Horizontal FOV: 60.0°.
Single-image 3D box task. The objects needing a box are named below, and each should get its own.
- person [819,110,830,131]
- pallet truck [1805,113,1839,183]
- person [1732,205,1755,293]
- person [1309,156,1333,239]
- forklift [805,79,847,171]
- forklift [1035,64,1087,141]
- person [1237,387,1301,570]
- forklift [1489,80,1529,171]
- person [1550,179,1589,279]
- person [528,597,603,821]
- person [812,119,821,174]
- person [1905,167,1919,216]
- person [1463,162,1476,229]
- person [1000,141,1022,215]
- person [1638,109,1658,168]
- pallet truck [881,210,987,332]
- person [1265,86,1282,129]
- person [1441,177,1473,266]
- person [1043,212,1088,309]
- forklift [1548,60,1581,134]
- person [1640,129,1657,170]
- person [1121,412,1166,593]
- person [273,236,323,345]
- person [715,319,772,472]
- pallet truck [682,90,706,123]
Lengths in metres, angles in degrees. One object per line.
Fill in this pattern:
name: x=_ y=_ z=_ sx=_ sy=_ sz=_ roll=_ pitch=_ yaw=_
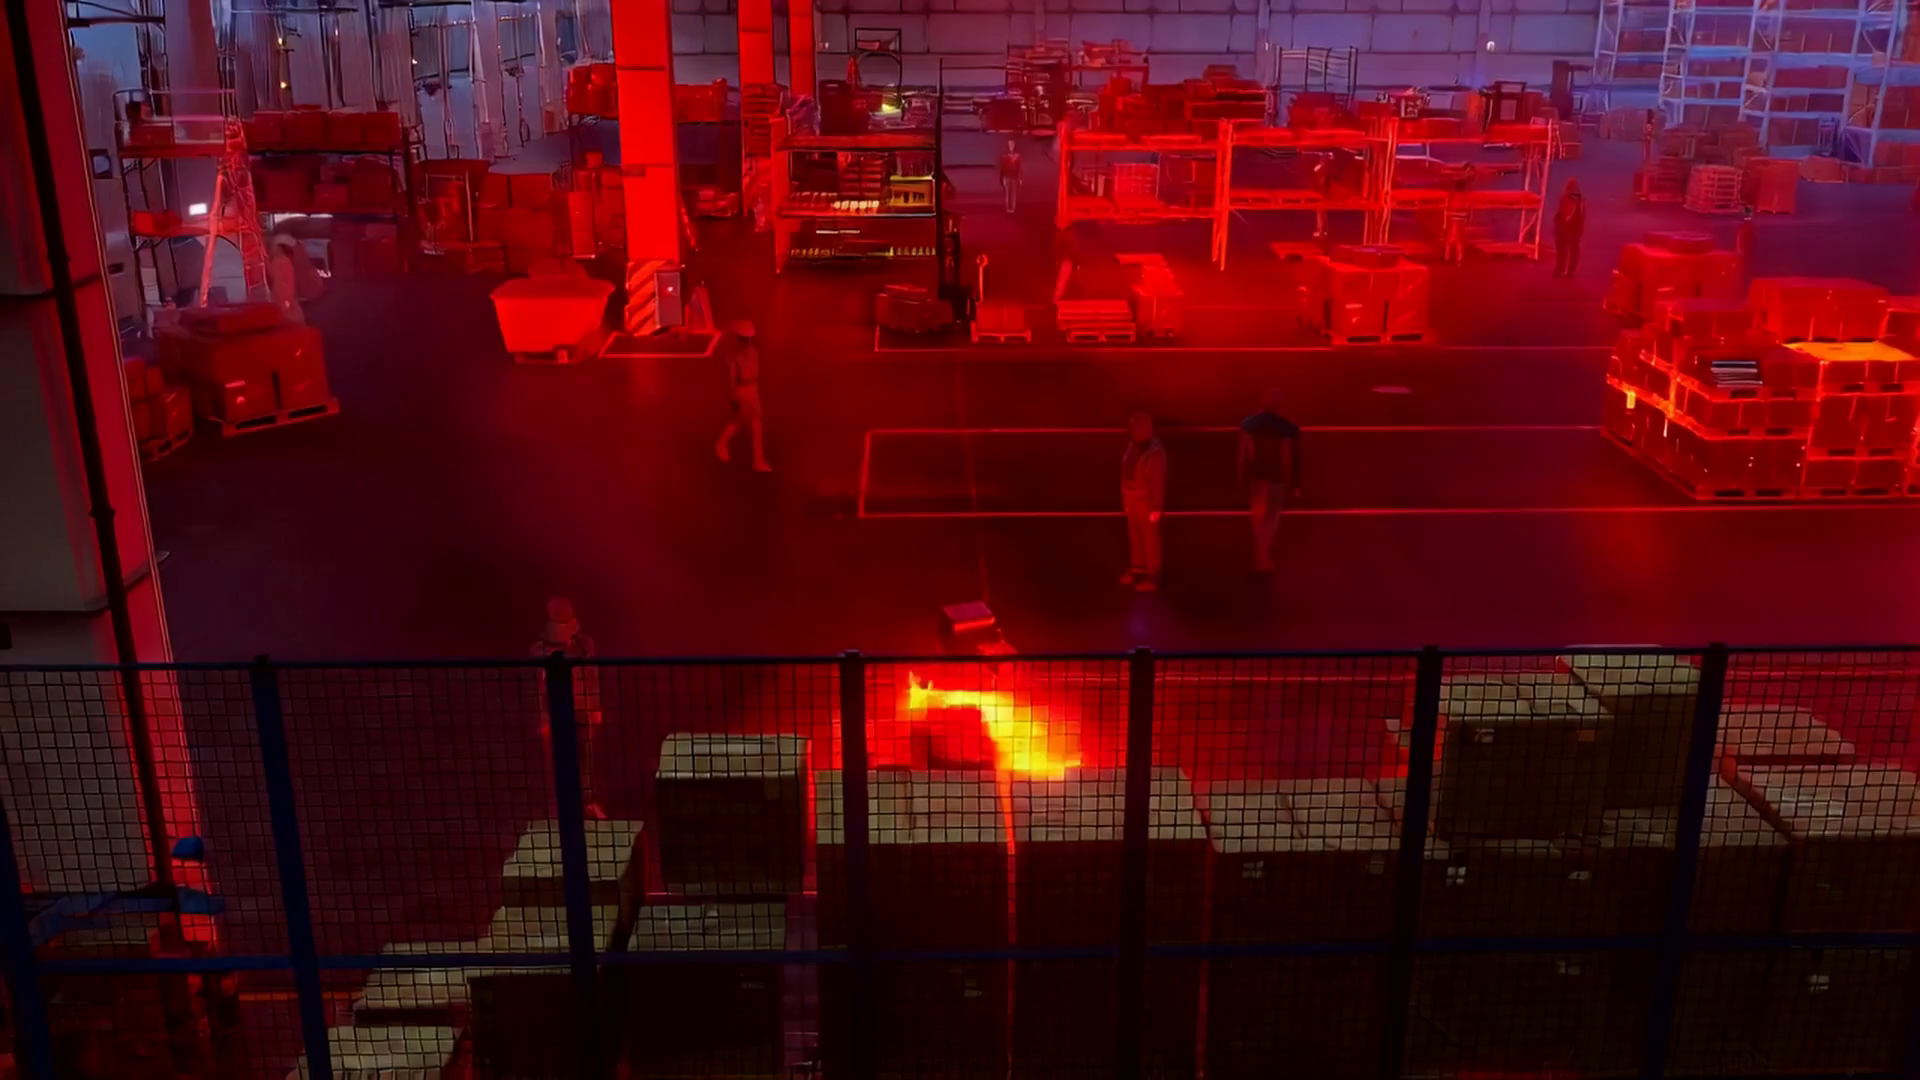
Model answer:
person: x=-4.425 y=-13.186 z=54.450 sx=0.370 sy=1.934 sz=0.627 roll=-3 pitch=19 yaw=-8
pallet truck: x=26.403 y=-11.957 z=50.702 sx=0.823 sy=1.965 sz=1.885 roll=6 pitch=19 yaw=16
person: x=14.943 y=-5.523 z=31.908 sx=0.531 sy=1.831 sz=0.999 roll=-13 pitch=23 yaw=-35
person: x=8.567 y=-8.127 z=39.454 sx=0.379 sy=1.930 sz=0.627 roll=-8 pitch=20 yaw=-22
forklift: x=-4.097 y=-13.405 z=53.639 sx=1.129 sy=2.768 sz=1.873 roll=-17 pitch=25 yaw=-40
forklift: x=3.847 y=-16.578 z=63.051 sx=1.873 sy=2.768 sz=1.129 roll=-1 pitch=19 yaw=-2
person: x=3.195 y=-0.638 z=17.231 sx=0.650 sy=1.930 sz=0.560 roll=8 pitch=20 yaw=23
forklift: x=17.587 y=-13.331 z=53.418 sx=1.129 sy=2.768 sz=1.873 roll=-1 pitch=19 yaw=-1
person: x=12.467 y=-6.392 z=34.127 sx=0.676 sy=2.000 sz=0.536 roll=-6 pitch=19 yaw=-17
person: x=-2.822 y=1.230 z=11.974 sx=0.492 sy=1.743 sz=0.299 roll=-11 pitch=21 yaw=-29
person: x=-4.547 y=-12.423 z=52.560 sx=0.319 sy=1.698 sz=0.538 roll=-1 pitch=19 yaw=-4
person: x=25.022 y=-9.203 z=43.034 sx=0.647 sy=1.665 sz=0.547 roll=-5 pitch=19 yaw=-16
person: x=12.501 y=-8.497 z=40.994 sx=0.384 sy=1.622 sz=0.530 roll=5 pitch=19 yaw=16
person: x=1.334 y=-9.496 z=43.556 sx=0.592 sy=1.903 sz=0.779 roll=0 pitch=19 yaw=0
person: x=22.379 y=-13.015 z=53.980 sx=0.391 sy=1.912 sz=0.589 roll=-2 pitch=19 yaw=-7
pallet truck: x=-0.493 y=-4.759 z=29.349 sx=1.885 sy=1.965 sz=0.823 roll=-13 pitch=23 yaw=-34
person: x=12.355 y=-16.943 z=65.626 sx=0.557 sy=1.911 sz=0.587 roll=-5 pitch=19 yaw=-15
person: x=10.636 y=-6.813 z=35.617 sx=0.585 sy=1.882 sz=0.340 roll=10 pitch=21 yaw=26
person: x=2.032 y=-5.214 z=31.035 sx=0.986 sy=1.790 sz=0.665 roll=-7 pitch=20 yaw=-21
forklift: x=23.757 y=-17.640 z=66.201 sx=1.873 sy=2.768 sz=1.129 roll=0 pitch=19 yaw=-1
person: x=20.848 y=-11.553 z=50.092 sx=0.685 sy=1.614 sz=0.538 roll=15 pitch=24 yaw=38
person: x=1.826 y=-0.392 z=16.665 sx=0.436 sy=1.831 sz=0.629 roll=-6 pitch=19 yaw=-16
person: x=-11.070 y=-4.083 z=27.554 sx=0.828 sy=1.860 sz=0.624 roll=-14 pitch=23 yaw=-36
person: x=-2.749 y=-1.836 z=20.830 sx=0.547 sy=1.907 sz=0.900 roll=-15 pitch=24 yaw=-38
pallet truck: x=-9.671 y=-15.907 z=62.421 sx=0.823 sy=1.965 sz=1.885 roll=5 pitch=19 yaw=15
